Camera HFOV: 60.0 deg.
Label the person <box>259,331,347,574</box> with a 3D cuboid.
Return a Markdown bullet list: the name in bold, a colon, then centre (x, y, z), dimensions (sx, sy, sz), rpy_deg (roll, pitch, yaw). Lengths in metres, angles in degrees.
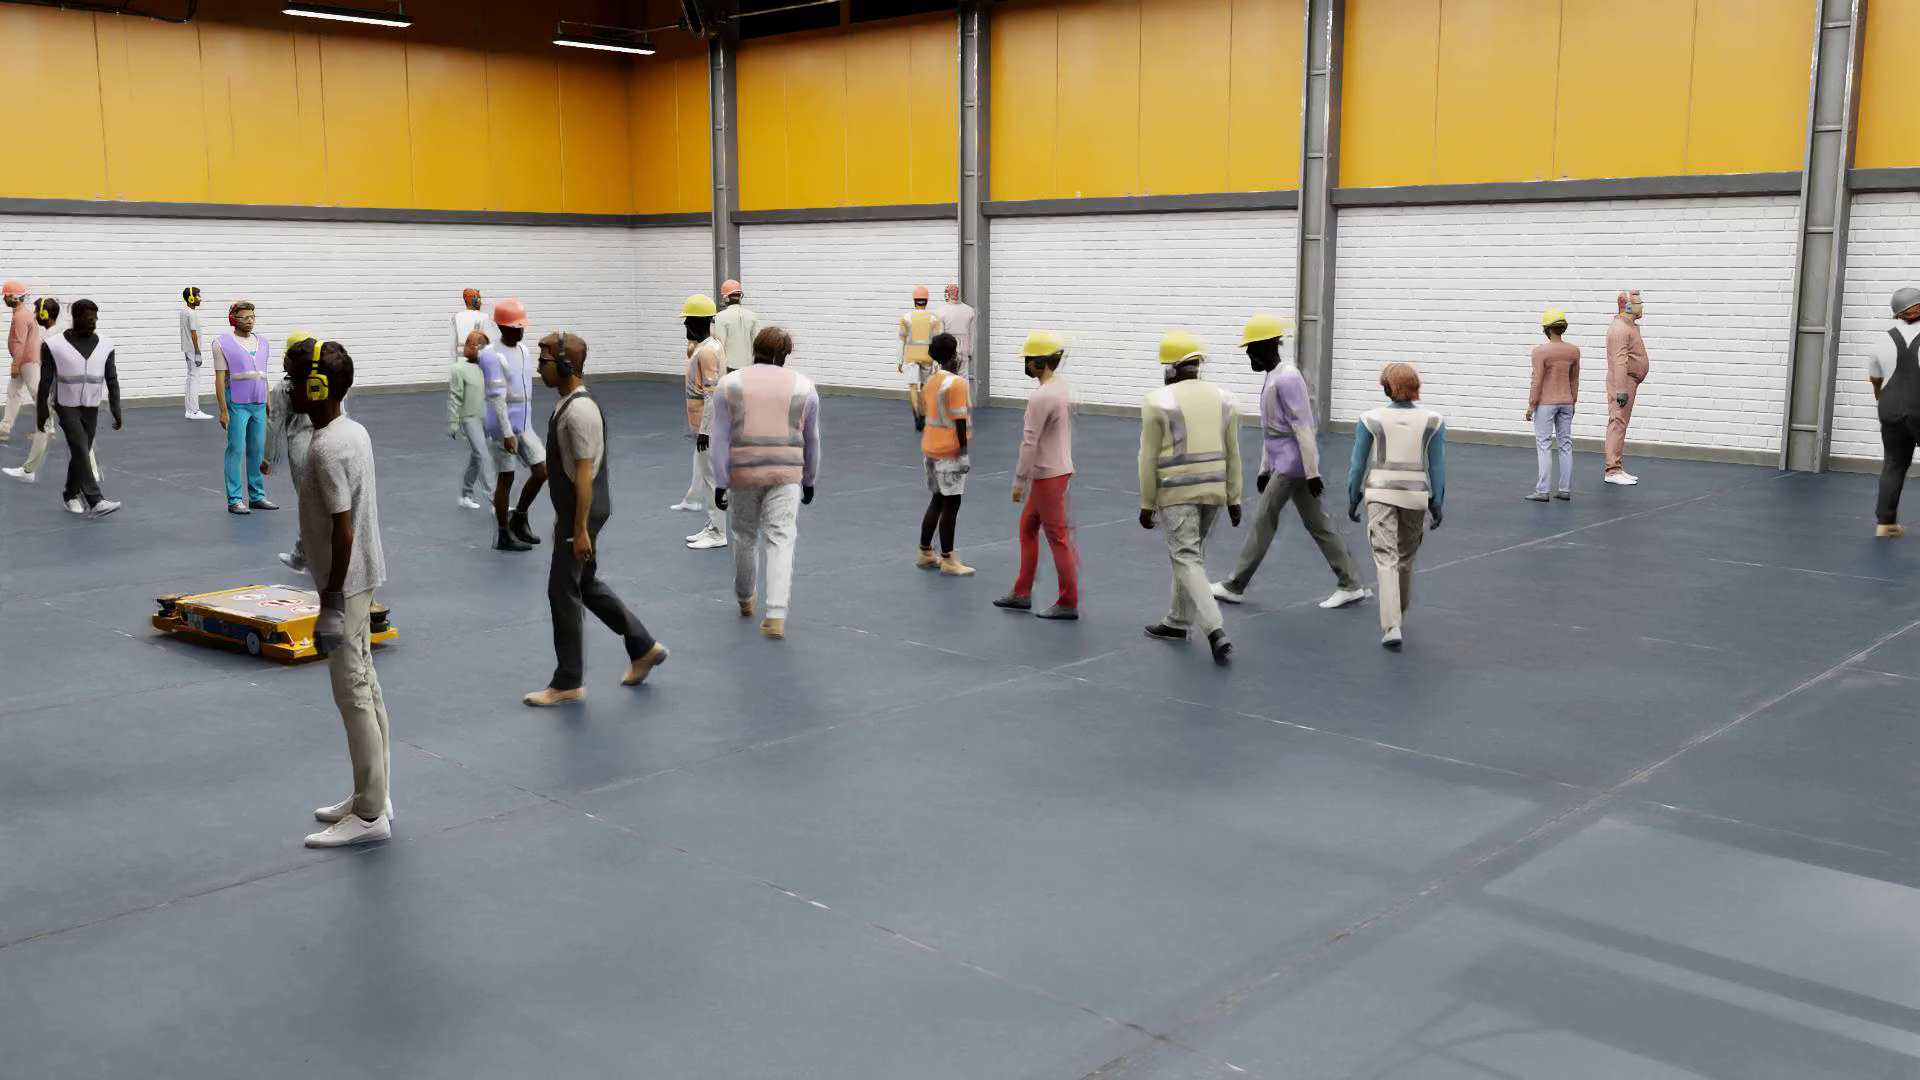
- **person**: centre (-4.432, -0.548, 11.208), dimensions (0.890, 1.699, 0.492), rpy_deg (6, 11, 32)

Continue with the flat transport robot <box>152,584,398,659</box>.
- **flat transport robot**: centre (-3.931, 0.443, 9.507), dimensions (1.431, 0.197, 0.652), rpy_deg (7, 11, 35)

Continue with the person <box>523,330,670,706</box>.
- **person**: centre (-1.823, -0.105, 8.160), dimensions (0.597, 1.848, 0.530), rpy_deg (-2, 10, -14)

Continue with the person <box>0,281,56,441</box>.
- **person**: centre (-11.631, -2.177, 20.384), dimensions (0.905, 1.960, 0.647), rpy_deg (-5, 11, -29)

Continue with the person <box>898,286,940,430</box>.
- **person**: centre (-0.533, -2.397, 21.941), dimensions (0.554, 1.909, 0.885), rpy_deg (-1, 9, -5)

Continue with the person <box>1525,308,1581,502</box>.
- **person**: centre (5.401, -1.230, 15.200), dimensions (0.533, 1.765, 0.329), rpy_deg (-3, 10, -20)

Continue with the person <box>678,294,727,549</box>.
- **person**: centre (-1.941, -0.896, 12.651), dimensions (0.369, 1.928, 0.586), rpy_deg (-1, 9, -8)

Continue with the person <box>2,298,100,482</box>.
- **person**: centre (-9.036, -1.470, 16.472), dimensions (0.933, 1.817, 0.561), rpy_deg (0, 9, -2)

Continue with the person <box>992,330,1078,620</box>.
- **person**: centre (0.422, -0.387, 10.071), dimensions (0.719, 1.740, 0.546), rpy_deg (3, 10, 19)

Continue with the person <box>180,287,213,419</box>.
- **person**: centre (-10.856, -2.645, 23.557), dimensions (0.309, 1.868, 0.534), rpy_deg (-7, 12, -38)

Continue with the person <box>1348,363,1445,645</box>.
- **person**: centre (2.494, -0.214, 9.512), dimensions (0.518, 1.590, 0.881), rpy_deg (0, 9, 2)

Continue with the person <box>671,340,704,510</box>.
- **person**: centre (-2.139, -1.011, 14.386), dimensions (0.853, 1.591, 0.513), rpy_deg (3, 10, 17)

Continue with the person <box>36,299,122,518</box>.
- **person**: centre (-7.514, -1.115, 14.206), dimensions (1.021, 1.862, 0.628), rpy_deg (6, 11, 34)

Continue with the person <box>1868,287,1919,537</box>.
- **person**: centre (7.490, -1.005, 12.977), dimensions (0.536, 2.000, 0.736), rpy_deg (-7, 11, -36)

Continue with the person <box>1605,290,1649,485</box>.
- **person**: centre (6.590, -1.509, 16.462), dimensions (0.408, 1.913, 0.642), rpy_deg (4, 10, 24)

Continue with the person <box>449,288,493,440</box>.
- **person**: centre (-6.040, -2.176, 20.641), dimensions (0.574, 1.881, 0.358), rpy_deg (3, 10, 16)

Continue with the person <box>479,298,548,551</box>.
- **person**: centre (-3.343, -0.845, 12.415), dimensions (0.459, 1.905, 0.553), rpy_deg (4, 10, 21)

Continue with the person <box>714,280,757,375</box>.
- **person**: centre (-2.655, -2.057, 19.570), dimensions (0.389, 1.991, 0.626), rpy_deg (8, 12, 42)

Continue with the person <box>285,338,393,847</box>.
- **person**: centre (-2.297, 0.196, 6.132), dimensions (0.332, 1.874, 0.520), rpy_deg (-2, 9, -10)

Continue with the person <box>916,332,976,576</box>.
- **person**: centre (-0.113, -0.587, 11.526), dimensions (0.347, 1.682, 0.583), rpy_deg (-4, 10, -21)

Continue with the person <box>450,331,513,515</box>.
- **person**: centre (-4.168, -1.028, 14.488), dimensions (0.852, 1.583, 0.516), rpy_deg (7, 12, 37)

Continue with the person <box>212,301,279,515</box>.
- **person**: centre (-6.238, -1.154, 14.493), dimensions (0.373, 1.840, 0.570), rpy_deg (4, 10, 24)

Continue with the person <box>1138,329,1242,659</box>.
- **person**: centre (1.303, -0.254, 9.141), dimensions (0.594, 1.799, 0.825), rpy_deg (-6, 11, -31)

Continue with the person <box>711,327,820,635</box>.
- **person**: centre (-1.149, -0.362, 9.843), dimensions (0.649, 1.776, 0.991), rpy_deg (-2, 9, -10)

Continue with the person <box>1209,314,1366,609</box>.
- **person**: centre (2.059, -0.479, 10.396), dimensions (1.073, 1.838, 0.594), rpy_deg (2, 9, 10)

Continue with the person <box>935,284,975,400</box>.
- **person**: centre (-0.105, -2.638, 23.412), dimensions (0.641, 1.904, 0.408), rpy_deg (-6, 11, -32)
